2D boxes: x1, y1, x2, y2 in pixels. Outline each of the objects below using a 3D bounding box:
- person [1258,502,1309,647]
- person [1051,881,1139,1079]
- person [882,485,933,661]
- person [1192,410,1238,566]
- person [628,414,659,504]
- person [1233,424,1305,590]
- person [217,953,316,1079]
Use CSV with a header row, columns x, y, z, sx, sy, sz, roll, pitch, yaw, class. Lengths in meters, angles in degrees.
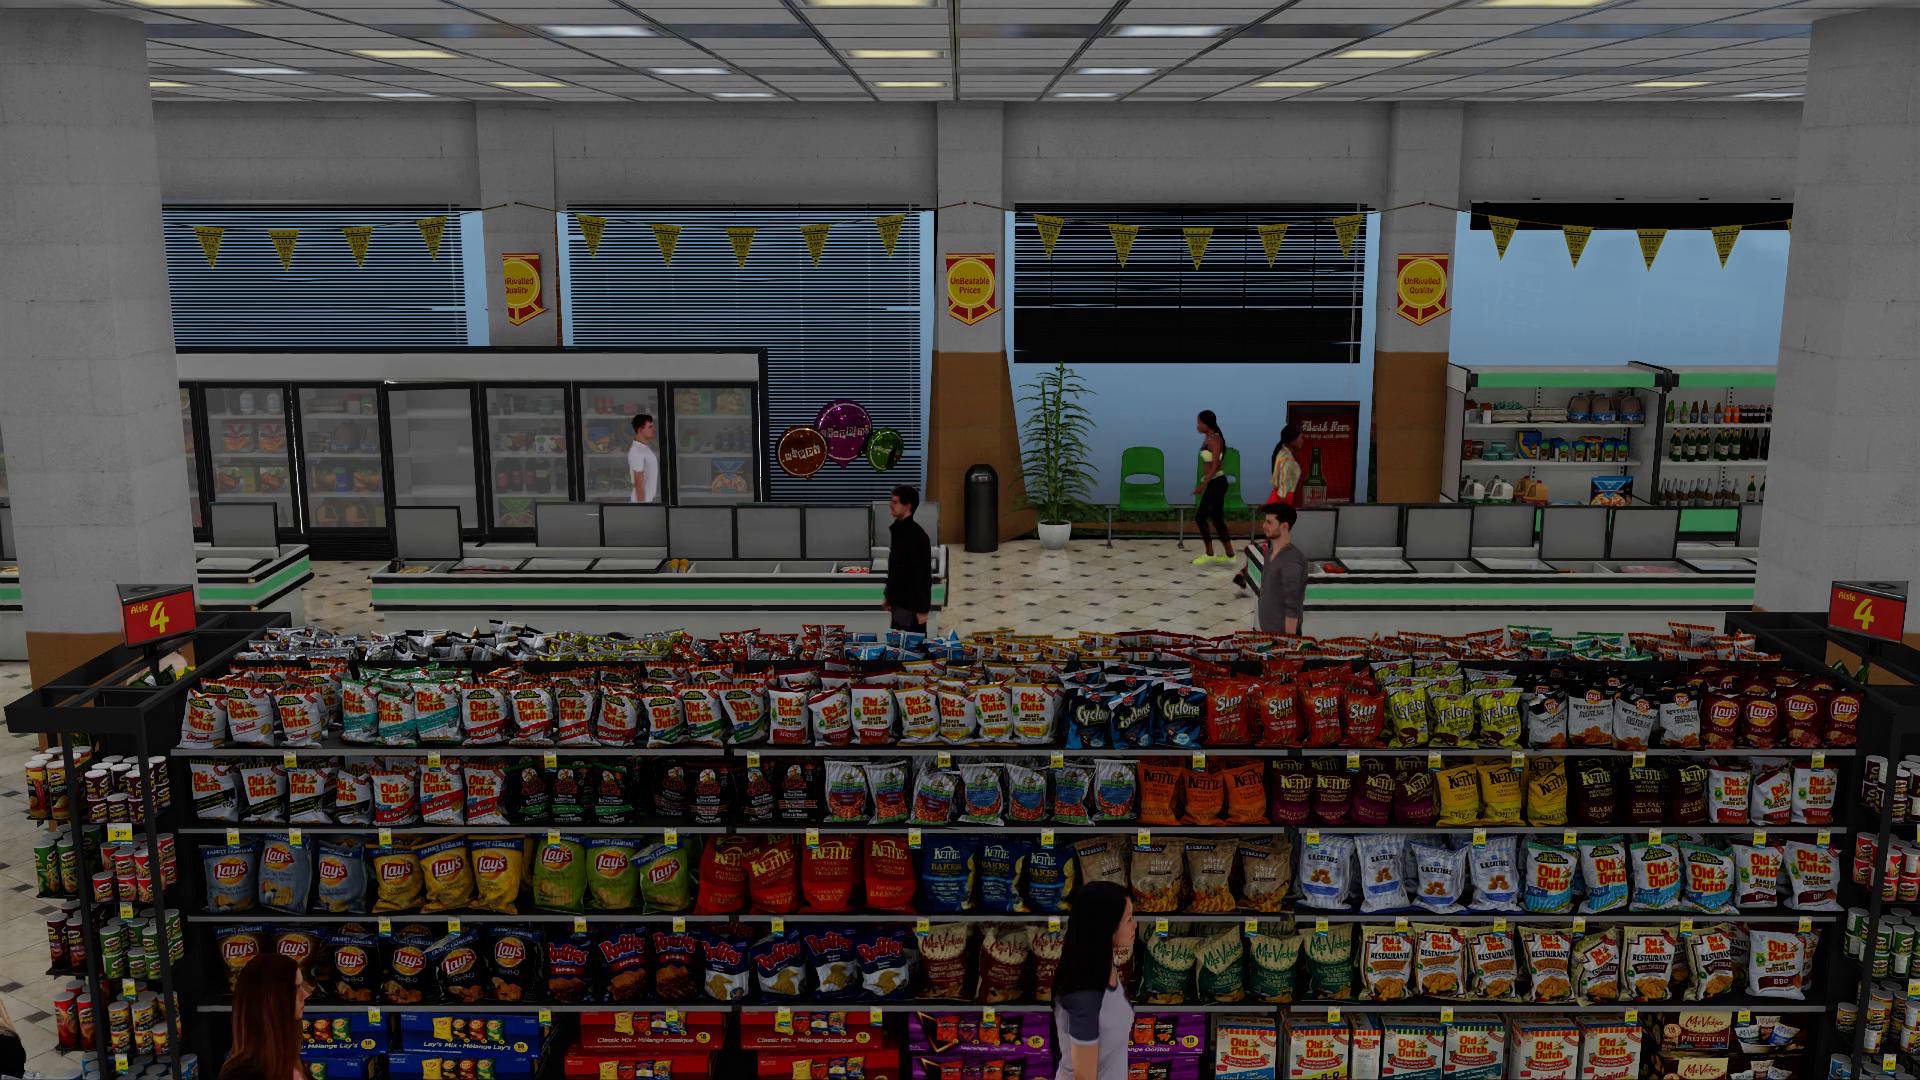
x,y,z,sx,sy,sz,roll,pitch,yaw,class
2.345,0.674,11.781,0.866,1.895,0.763,-2,12,-7,person
0.386,2.011,5.925,0.846,1.693,0.703,3,12,13,person
-0.309,0.489,12.828,0.847,1.826,0.838,-3,12,-14,person
2.808,-0.526,17.929,0.755,1.710,0.591,1,12,7,person
-3.278,-0.351,16.806,0.856,1.831,0.722,-2,12,-7,person
3.120,-0.269,16.567,0.843,1.769,0.600,-1,12,-5,person
-2.267,2.137,5.304,0.726,1.701,0.658,-1,12,-3,person
